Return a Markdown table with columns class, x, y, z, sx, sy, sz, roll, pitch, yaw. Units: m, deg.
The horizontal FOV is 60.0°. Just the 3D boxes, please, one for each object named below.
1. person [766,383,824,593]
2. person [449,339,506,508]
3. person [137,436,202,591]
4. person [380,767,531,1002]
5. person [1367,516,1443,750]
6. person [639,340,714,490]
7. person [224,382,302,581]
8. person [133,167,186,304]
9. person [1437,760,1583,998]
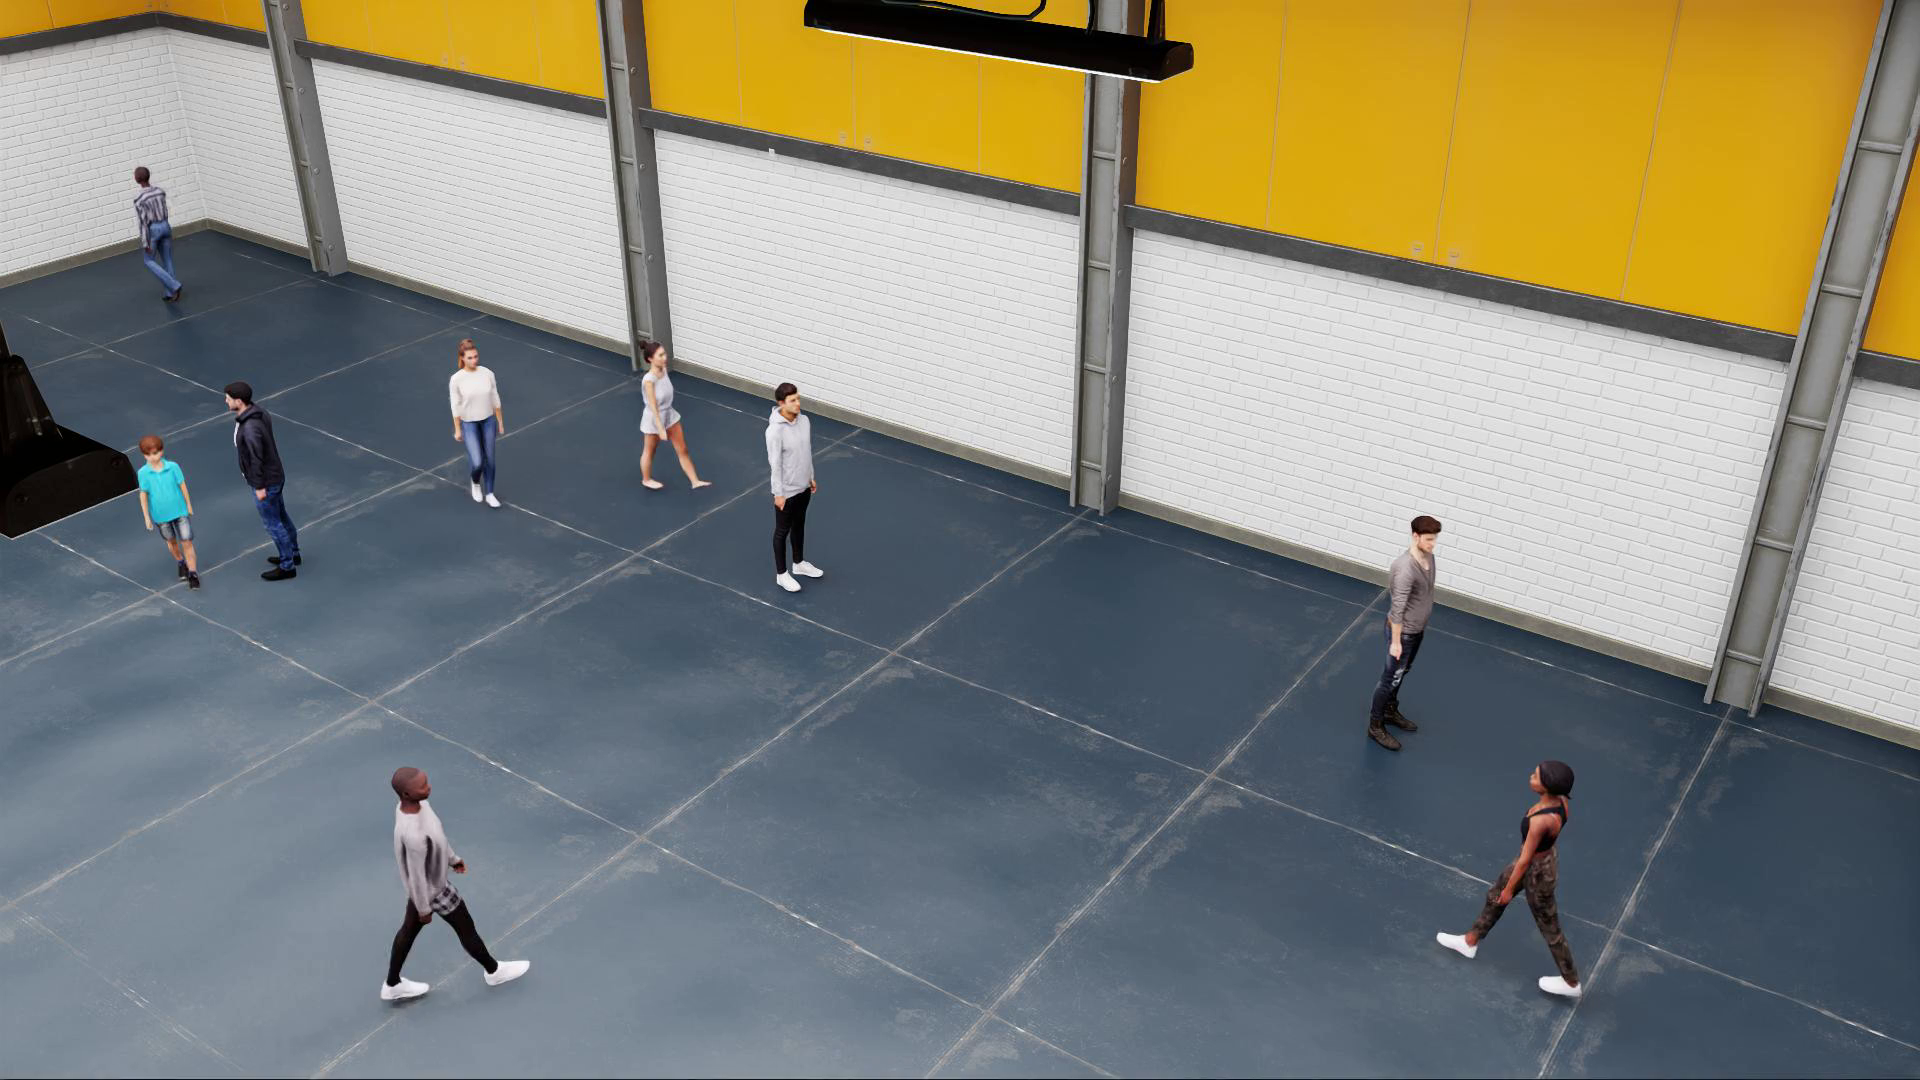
| class | x | y | z | sx | sy | sz | roll | pitch | yaw |
| --- | --- | --- | --- | --- | --- | --- | --- | --- | --- |
| person | -1.506 | -0.498 | 14.696 | 0.583 | 1.929 | 0.669 | 18 | 33 | 29 |
| person | -4.692 | -1.133 | 16.084 | 0.731 | 1.715 | 0.760 | -18 | 34 | -30 |
| person | -7.061 | -0.294 | 14.846 | 0.781 | 1.426 | 0.902 | -11 | 30 | -19 |
| person | -3.328 | 2.117 | 10.106 | 1.103 | 1.733 | 1.163 | -10 | 30 | -18 |
| person | 3.372 | 0.660 | 12.601 | 0.531 | 1.903 | 0.691 | 19 | 34 | 31 |
| person | -3.025 | -1.186 | 16.334 | 1.043 | 1.568 | 0.732 | 10 | 30 | 18 |
| person | -6.180 | -0.546 | 14.827 | 0.814 | 1.887 | 0.745 | -6 | 29 | -10 |
| person | -10.027 | -3.798 | 20.896 | 0.808 | 1.785 | 0.730 | 12 | 31 | 21 |
| person | 3.603 | 2.115 | 10.196 | 1.153 | 1.650 | 0.613 | 18 | 33 | 29 |
